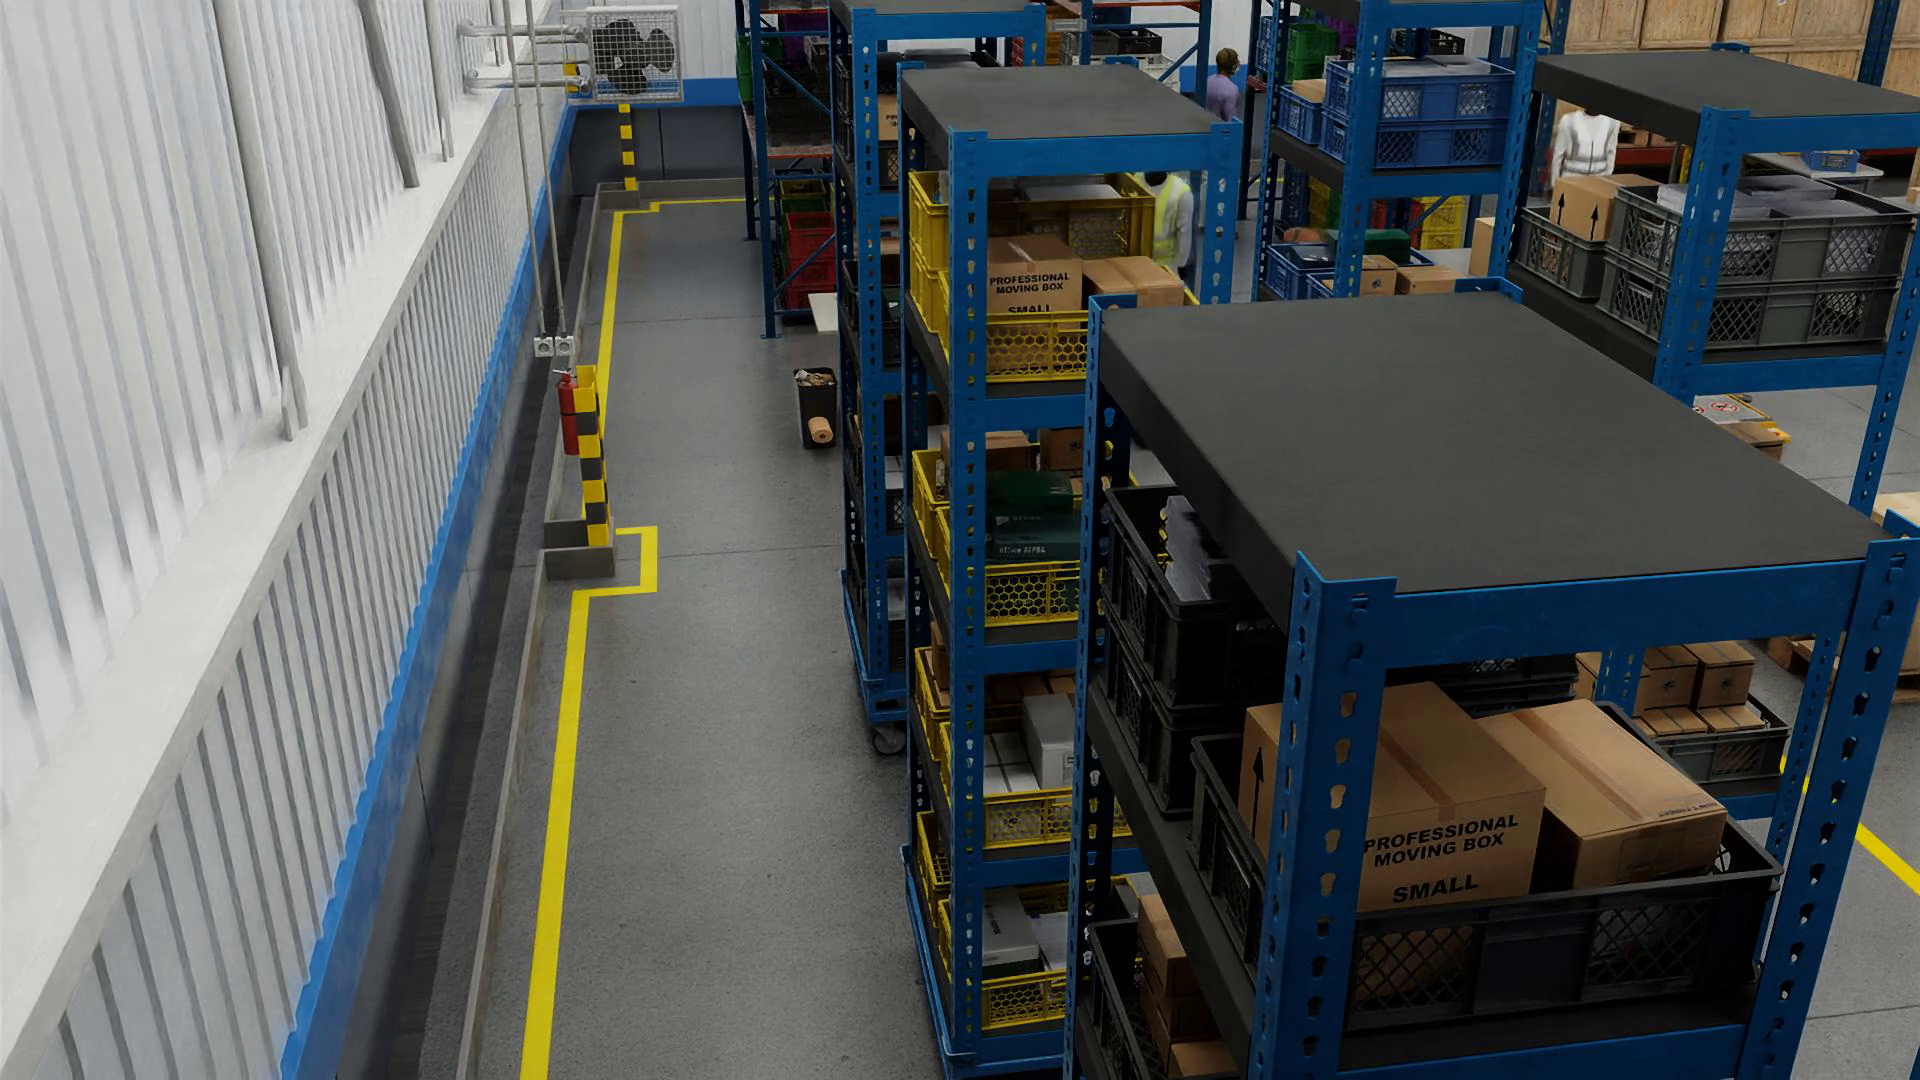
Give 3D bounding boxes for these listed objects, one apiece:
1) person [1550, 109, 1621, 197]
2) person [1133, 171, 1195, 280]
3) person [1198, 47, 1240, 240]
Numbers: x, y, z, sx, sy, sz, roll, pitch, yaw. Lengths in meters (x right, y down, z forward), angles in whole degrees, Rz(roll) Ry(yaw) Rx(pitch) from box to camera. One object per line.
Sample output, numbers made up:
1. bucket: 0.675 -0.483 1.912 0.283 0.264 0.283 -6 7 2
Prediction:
1. person: 5.890 -3.409 15.760 0.584 1.882 0.338 0 25 0
2. person: 1.632 -2.393 13.673 0.652 1.789 0.953 13 28 26
3. person: 2.684 -4.080 17.155 0.373 1.940 0.629 -9 26 -20
